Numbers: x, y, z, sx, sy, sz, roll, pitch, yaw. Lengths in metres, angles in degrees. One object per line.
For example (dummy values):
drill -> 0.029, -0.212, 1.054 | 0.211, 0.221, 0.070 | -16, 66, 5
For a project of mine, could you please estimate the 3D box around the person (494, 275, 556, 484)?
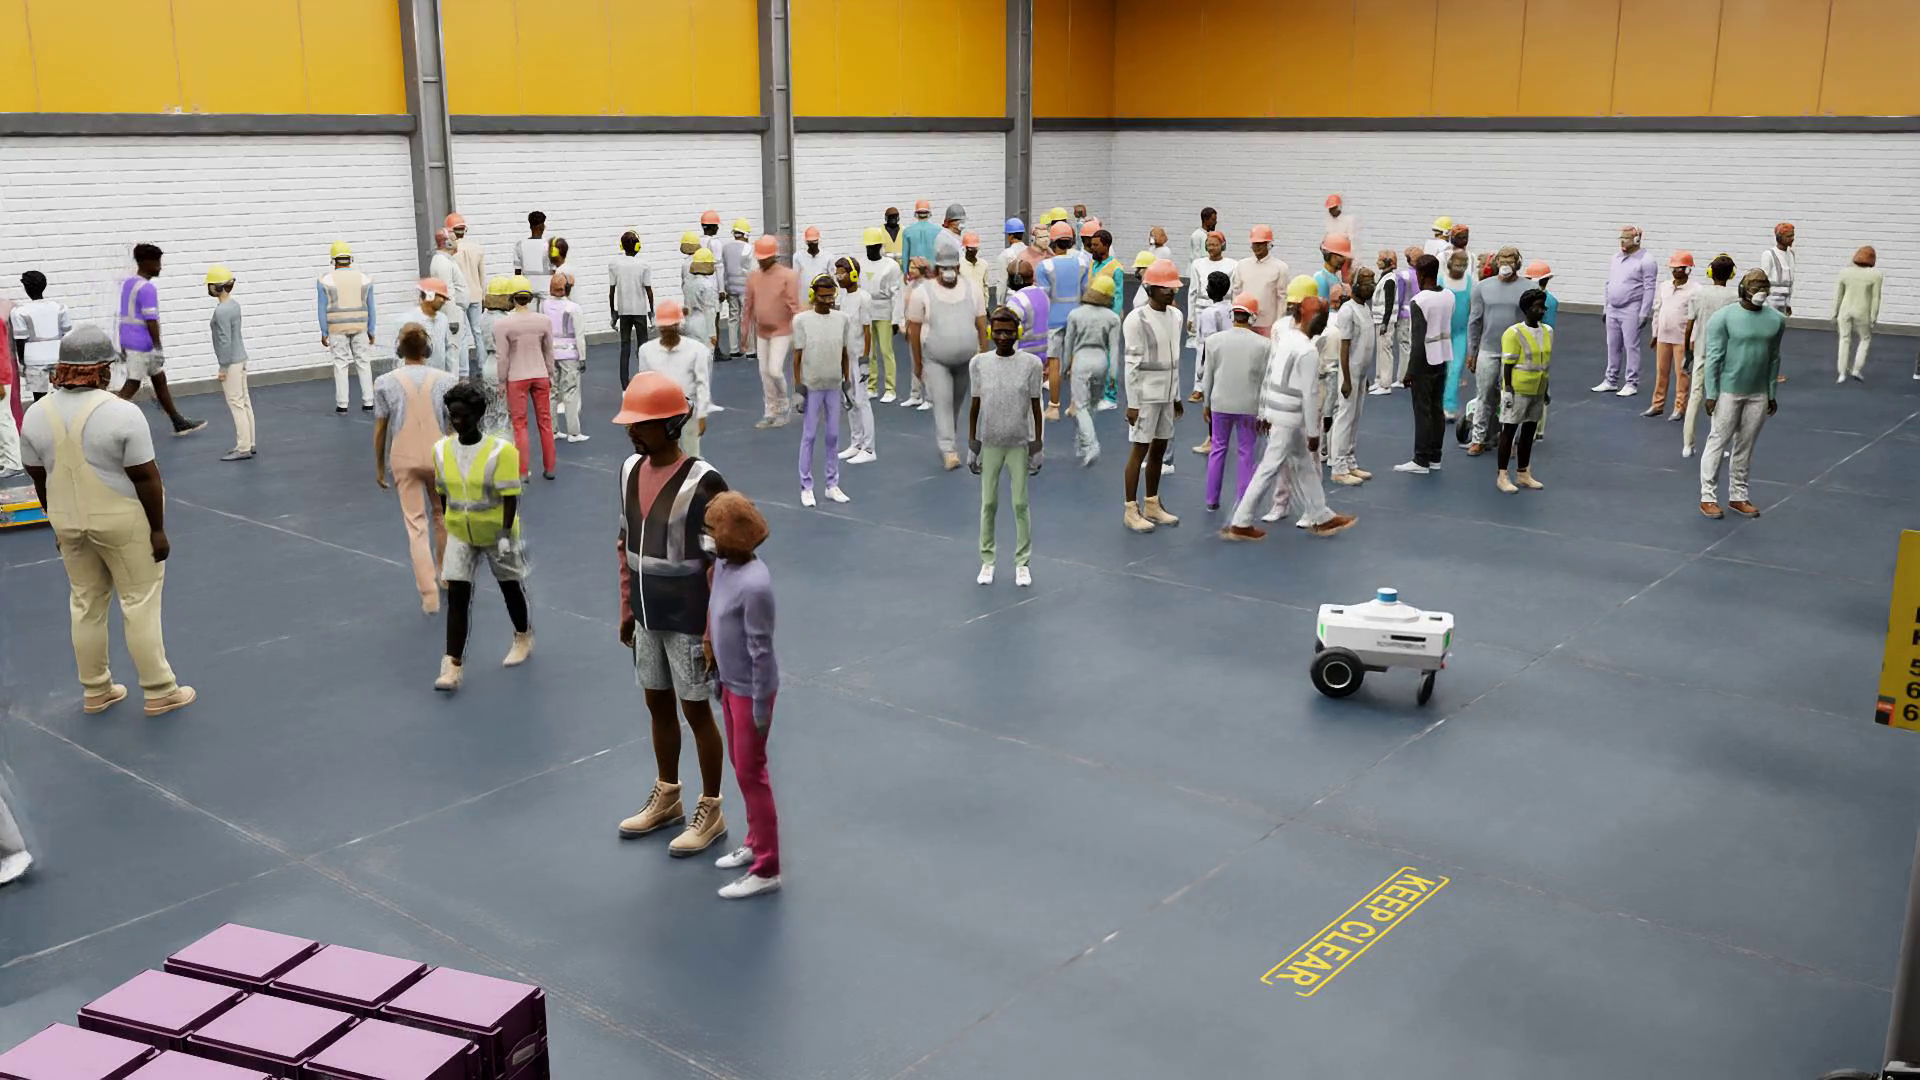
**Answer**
person -> -3.702, -1.365, 14.185 | 0.522, 1.769, 0.310 | -11, 18, -36

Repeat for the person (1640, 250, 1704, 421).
person -> 7.379, -2.110, 17.183 | 0.328, 1.753, 0.560 | -9, 16, -31

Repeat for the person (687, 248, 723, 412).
person -> -2.722, -2.233, 17.724 | 0.335, 1.734, 0.482 | -9, 16, -31

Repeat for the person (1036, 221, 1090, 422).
person -> 1.031, -2.239, 17.114 | 0.605, 2.045, 0.381 | -6, 15, -24

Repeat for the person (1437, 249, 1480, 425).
person -> 5.044, -2.087, 17.049 | 0.514, 1.779, 0.970 | 4, 15, 15

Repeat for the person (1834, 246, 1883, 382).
person -> 10.614, -2.667, 19.696 | 0.515, 1.621, 0.400 | 12, 18, 40

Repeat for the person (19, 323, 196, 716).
person -> -4.374, -0.102, 8.582 | 0.682, 2.000, 0.538 | 2, 14, 8

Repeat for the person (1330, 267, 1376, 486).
person -> 3.356, -1.392, 14.133 | 0.339, 1.845, 0.514 | 8, 16, 30

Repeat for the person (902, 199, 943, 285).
person -> -0.514, -3.788, 23.436 | 0.615, 1.985, 0.415 | 0, 14, -2

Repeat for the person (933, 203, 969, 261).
person -> -0.025, -3.250, 21.161 | 0.539, 2.000, 0.688 | 7, 15, 25

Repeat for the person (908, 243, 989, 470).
person -> -0.079, -1.689, 14.922 | 0.692, 2.000, 1.020 | -5, 15, -18

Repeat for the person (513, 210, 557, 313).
person -> -5.263, -3.131, 20.836 | 0.613, 1.963, 0.361 | 2, 14, 7

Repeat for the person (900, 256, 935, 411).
person -> -0.428, -2.216, 17.841 | 0.312, 1.642, 0.512 | -9, 17, -32

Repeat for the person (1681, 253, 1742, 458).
person -> 6.870, -1.668, 15.183 | 0.532, 1.871, 0.315 | 11, 18, 37

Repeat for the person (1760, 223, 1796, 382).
person -> 9.646, -2.796, 19.667 | 0.583, 1.882, 0.350 | -10, 17, -34

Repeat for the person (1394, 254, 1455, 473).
person -> 4.101, -1.537, 14.580 | 0.397, 1.913, 0.587 | 14, 19, 43

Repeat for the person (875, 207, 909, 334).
person -> -0.991, -3.927, 24.272 | 0.633, 1.841, 0.429 | -4, 14, -14

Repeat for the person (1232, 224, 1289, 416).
person -> 3.130, -2.307, 17.486 | 0.611, 1.995, 0.375 | 9, 16, 31

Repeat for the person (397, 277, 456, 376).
person -> -4.686, -1.448, 14.630 | 0.389, 1.706, 0.645 | 7, 16, 25

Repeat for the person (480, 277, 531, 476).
person -> -3.956, -1.404, 14.416 | 0.483, 1.734, 0.342 | 13, 19, 42

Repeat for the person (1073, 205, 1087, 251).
person -> 2.134, -5.086, 29.333 | 0.312, 1.634, 0.514 | 3, 14, 10

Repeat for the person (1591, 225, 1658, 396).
person -> 7.492, -2.582, 18.763 | 0.403, 1.906, 0.651 | -6, 15, -23

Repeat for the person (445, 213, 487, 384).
person -> -5.874, -2.845, 19.640 | 0.398, 1.992, 0.613 | 12, 19, 41

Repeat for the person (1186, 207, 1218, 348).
person -> 3.314, -3.594, 22.810 | 0.387, 1.910, 0.593 | 8, 16, 30

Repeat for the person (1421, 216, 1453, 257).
person -> 6.330, -3.348, 21.971 | 0.403, 1.835, 0.586 | -6, 15, -22

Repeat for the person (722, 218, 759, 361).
person -> -2.821, -3.240, 21.561 | 0.593, 1.824, 0.403 | 8, 16, 30

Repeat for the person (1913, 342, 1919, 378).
person -> 11.743, -2.839, 19.803 | 0.413, 1.909, 0.594 | -4, 15, -17

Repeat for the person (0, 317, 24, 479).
person -> -8.413, -1.404, 14.392 | 0.574, 1.742, 0.355 | 12, 19, 40

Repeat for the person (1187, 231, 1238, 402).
person -> 2.774, -2.435, 18.220 | 0.586, 1.882, 0.343 | 6, 15, 22

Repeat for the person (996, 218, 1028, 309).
person -> 0.665, -2.816, 19.634 | 0.608, 1.940, 0.417 | -12, 18, -39

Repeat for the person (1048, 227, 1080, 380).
person -> 1.279, -2.822, 19.883 | 0.519, 1.834, 0.354 | -7, 15, -25

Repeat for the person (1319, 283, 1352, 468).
person -> 3.368, -1.465, 14.841 | 0.308, 1.640, 0.511 | -2, 14, -8

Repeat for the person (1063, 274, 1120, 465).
person -> 1.190, -1.549, 15.032 | 0.492, 1.697, 0.741 | -1, 14, -4

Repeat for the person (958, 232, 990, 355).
person -> 0.125, -2.820, 20.024 | 0.562, 1.752, 0.327 | -9, 17, -32

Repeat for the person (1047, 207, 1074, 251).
person -> 1.343, -3.524, 22.489 | 0.374, 1.923, 0.595 | 4, 14, 14

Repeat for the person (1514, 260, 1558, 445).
person -> 5.462, -1.785, 15.889 | 0.335, 1.749, 0.575 | 11, 18, 38

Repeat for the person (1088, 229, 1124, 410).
person -> 1.536, -2.358, 17.844 | 0.391, 1.920, 0.587 | -7, 16, -27

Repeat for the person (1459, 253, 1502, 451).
person -> 4.955, -1.752, 15.569 | 0.392, 1.846, 0.564 | 9, 17, 32

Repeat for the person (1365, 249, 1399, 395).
person -> 4.800, -2.464, 18.832 | 0.307, 1.641, 0.512 | 1, 14, 4

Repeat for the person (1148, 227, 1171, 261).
person -> 2.741, -3.513, 23.055 | 0.275, 1.628, 0.498 | -7, 16, -26

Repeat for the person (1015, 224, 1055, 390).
person -> 0.910, -2.635, 18.977 | 0.651, 1.907, 0.409 | -12, 19, -40

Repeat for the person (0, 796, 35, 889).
person -> -4.090, 0.606, 6.616 | 0.618, 1.607, 0.407 | 9, 17, 32
